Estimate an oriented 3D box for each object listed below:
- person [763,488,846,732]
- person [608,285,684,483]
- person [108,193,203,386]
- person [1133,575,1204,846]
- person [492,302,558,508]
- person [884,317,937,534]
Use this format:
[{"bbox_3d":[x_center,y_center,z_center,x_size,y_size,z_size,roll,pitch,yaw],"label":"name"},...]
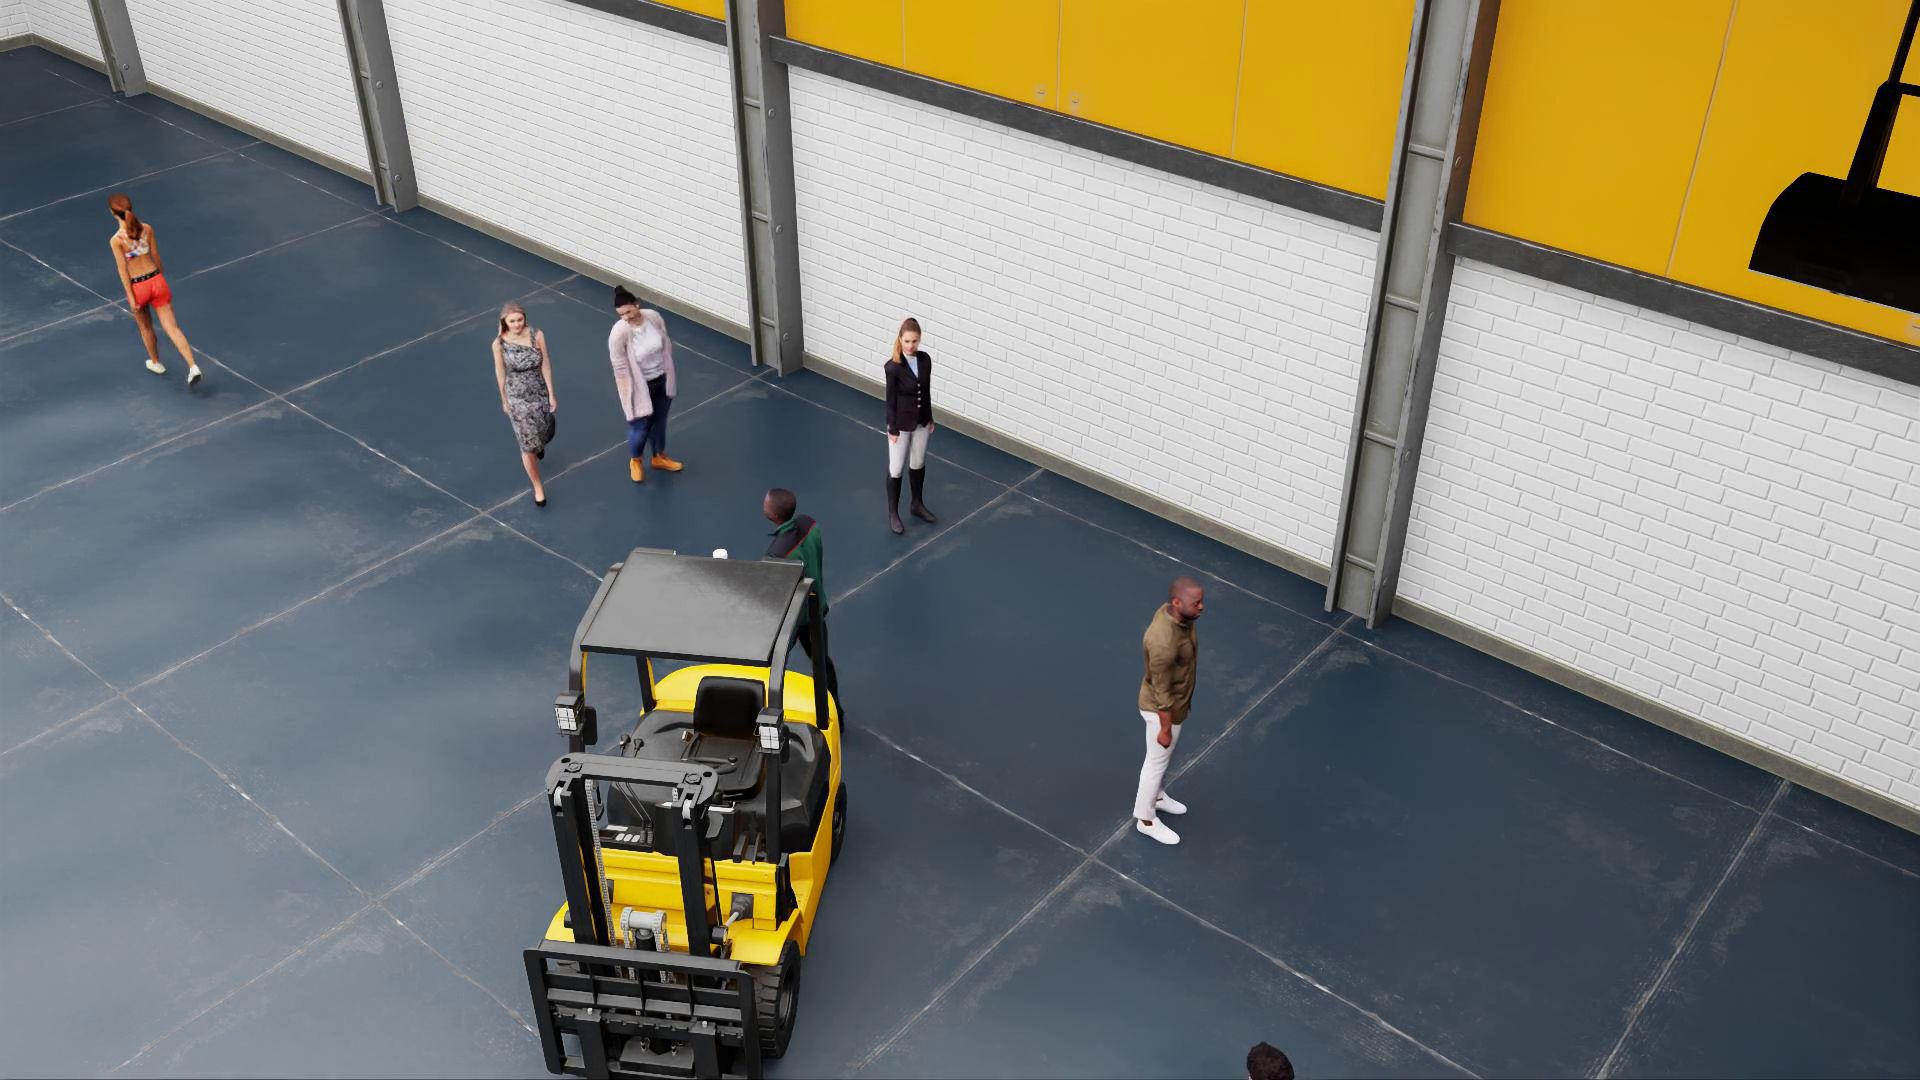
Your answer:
[{"bbox_3d":[-0.959,0.493,10.577,1.089,1.802,0.812,19,38,26],"label":"person"},{"bbox_3d":[-2.510,-1.288,13.329,0.633,1.722,0.705,13,36,19],"label":"person"},{"bbox_3d":[-7.079,-2.164,14.615,1.117,1.757,0.584,24,41,32],"label":"person"},{"bbox_3d":[1.222,0.972,9.838,0.736,1.823,0.797,10,35,15],"label":"person"},{"bbox_3d":[-3.413,-1.142,13.148,0.841,1.679,1.061,-12,36,-18],"label":"person"},{"bbox_3d":[-0.386,-0.876,12.704,0.632,1.729,0.629,-19,38,-27],"label":"person"}]
